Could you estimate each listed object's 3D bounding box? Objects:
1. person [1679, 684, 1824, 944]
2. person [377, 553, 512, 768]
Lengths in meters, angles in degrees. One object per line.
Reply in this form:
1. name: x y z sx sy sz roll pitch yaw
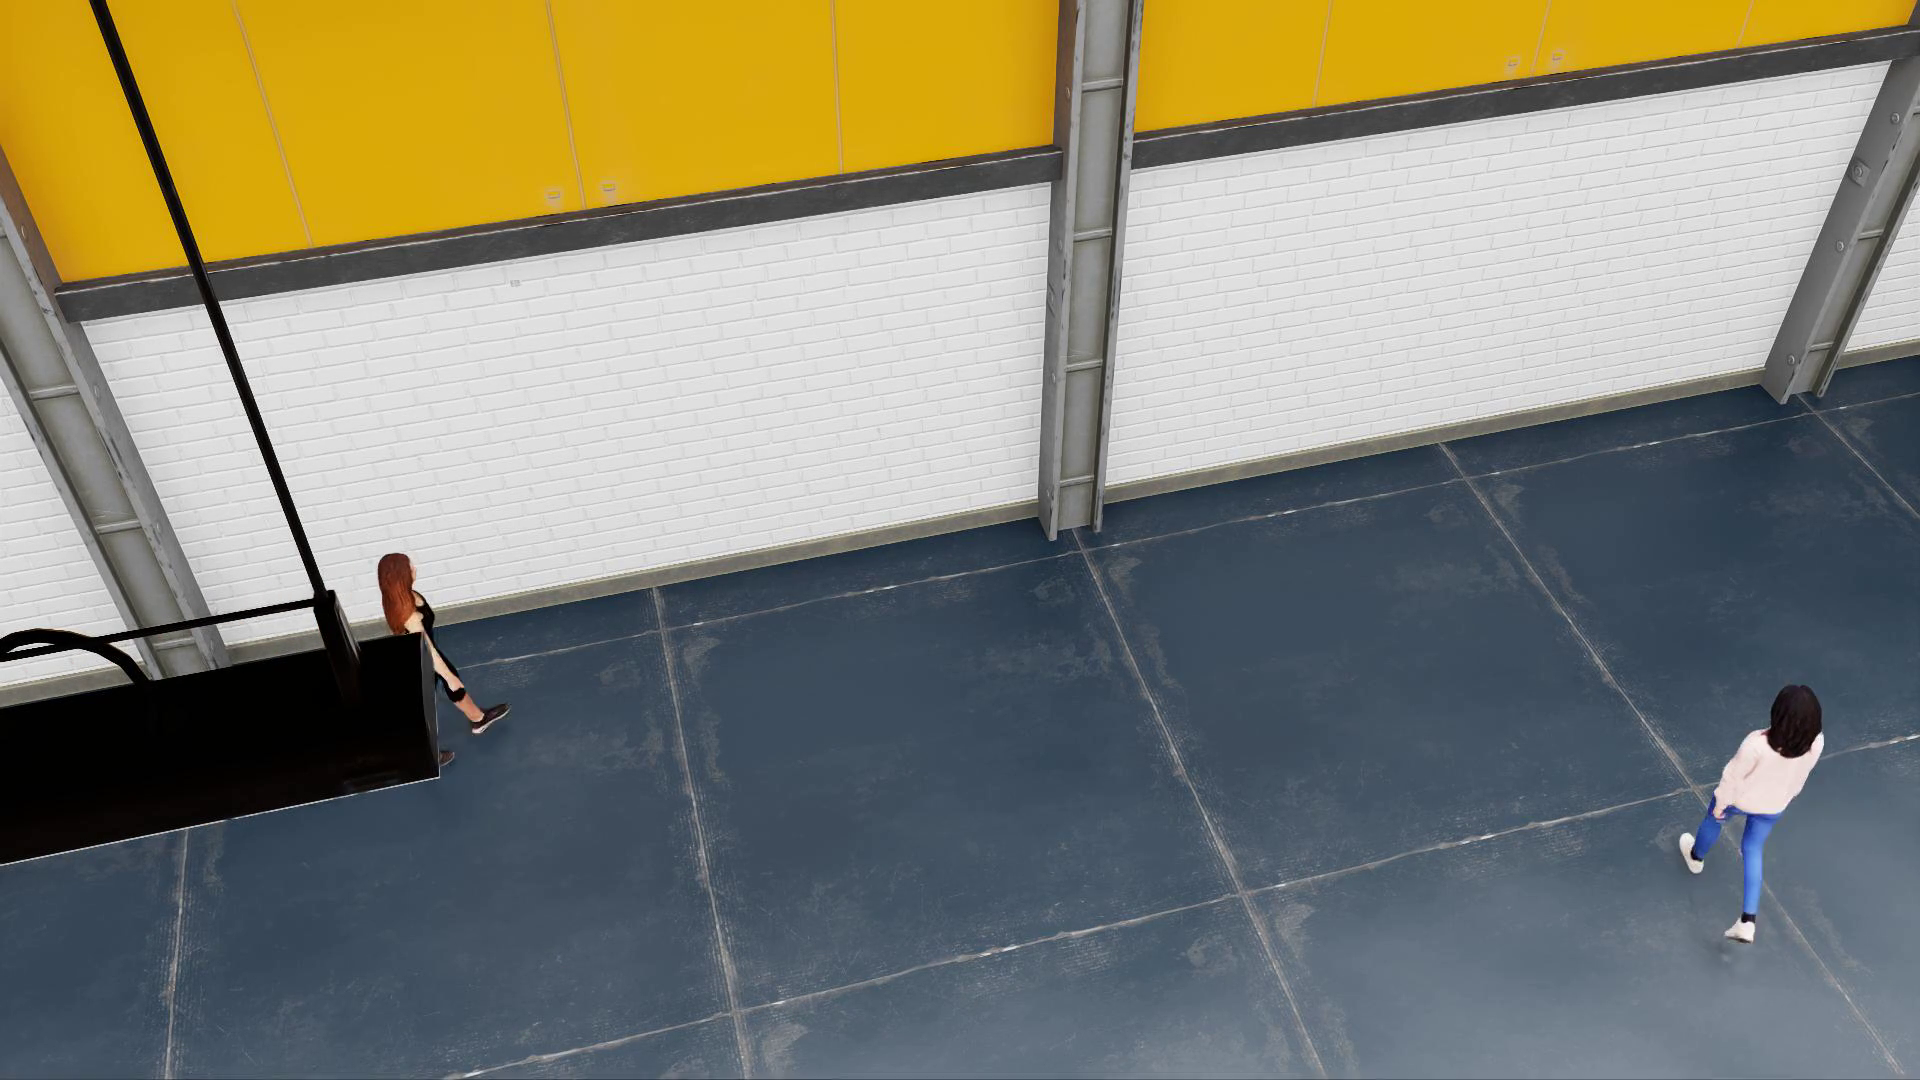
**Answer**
1. person: 4.368 1.492 9.089 1.138 1.744 0.959 3 44 3
2. person: -3.299 0.762 9.885 1.002 1.703 0.766 -21 48 -21
